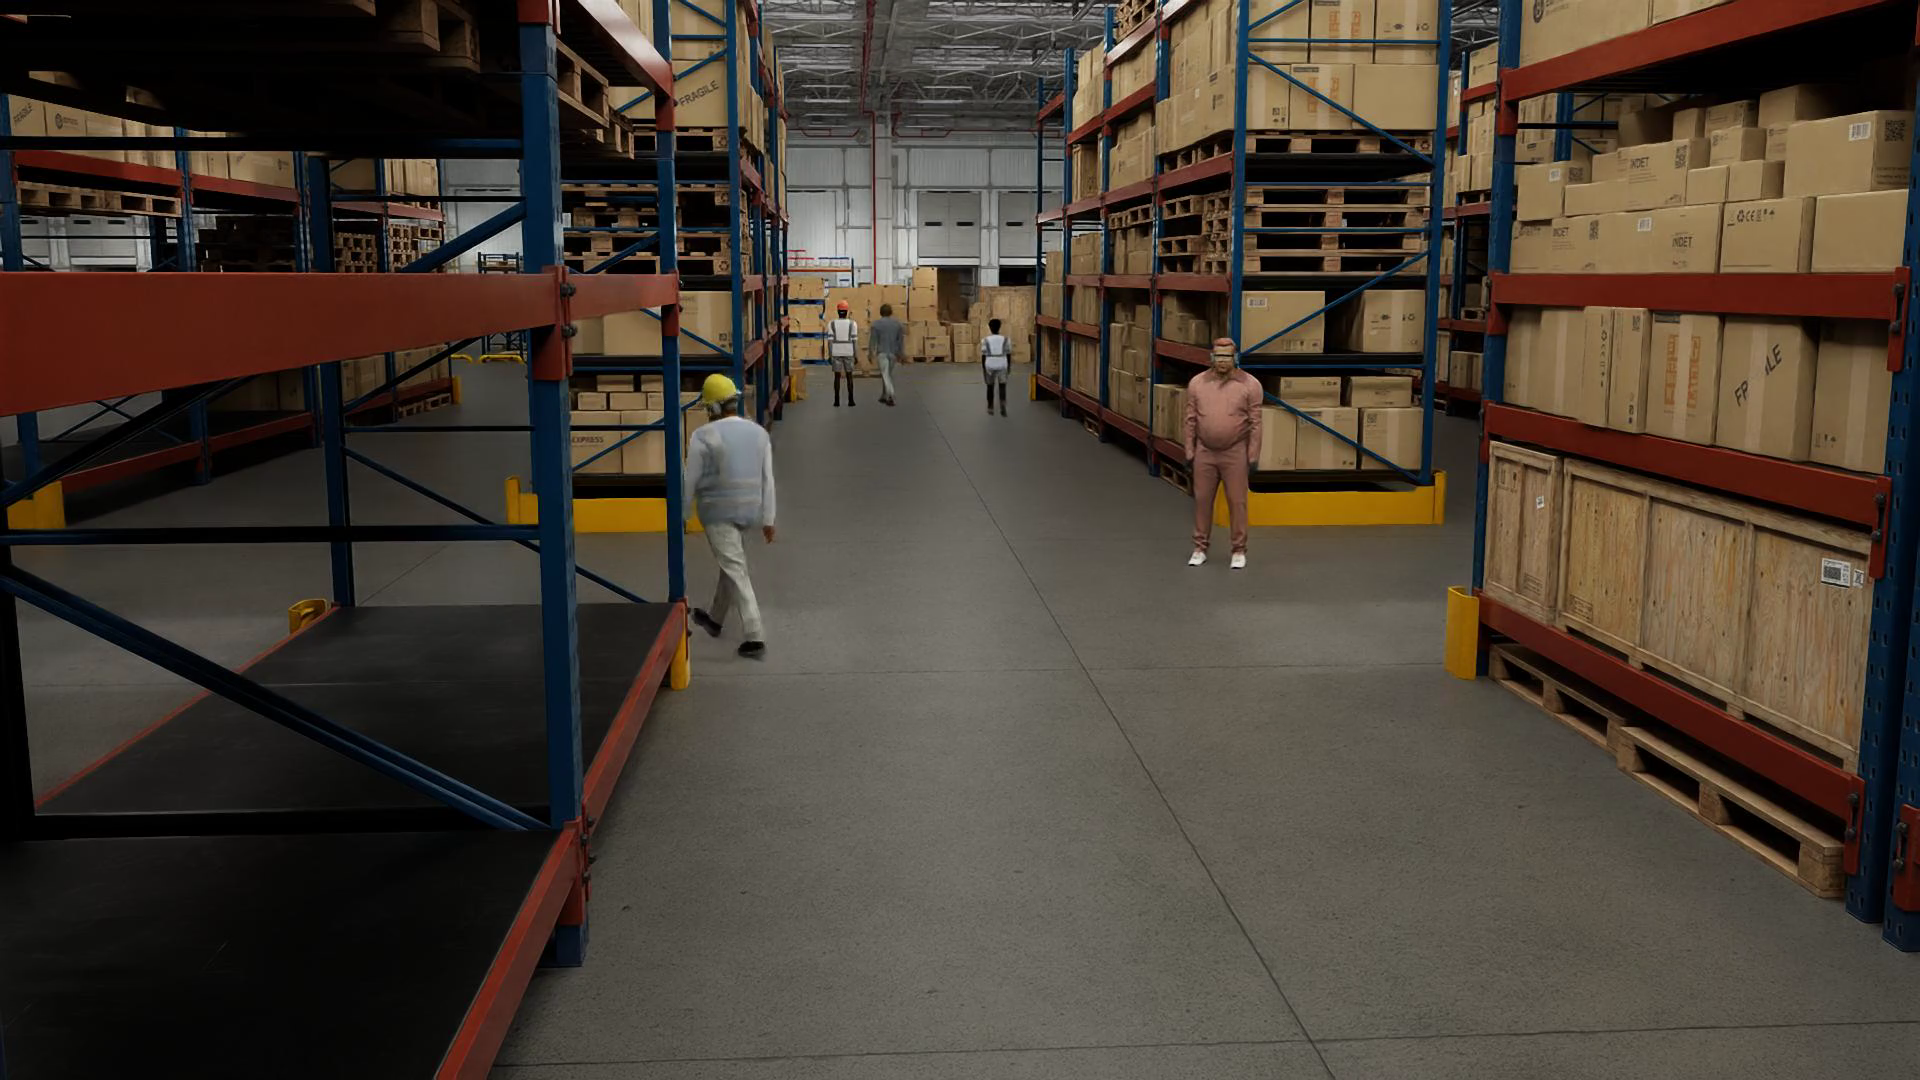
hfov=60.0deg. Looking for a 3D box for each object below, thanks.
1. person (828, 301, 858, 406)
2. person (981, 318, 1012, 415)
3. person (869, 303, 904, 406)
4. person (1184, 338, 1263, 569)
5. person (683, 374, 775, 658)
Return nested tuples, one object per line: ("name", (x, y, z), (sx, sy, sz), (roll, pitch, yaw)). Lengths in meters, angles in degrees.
("person", (-2.149, -3.415, 30.522), (0.553, 1.935, 0.362), (0, 9, -2))
("person", (0.622, -2.963, 28.483), (0.538, 1.676, 0.649), (0, 9, -1))
("person", (-1.340, -3.440, 30.847), (0.641, 1.899, 1.010), (-4, 10, -23))
("person", (2.151, -0.709, 13.675), (0.646, 1.898, 0.398), (4, 10, 22))
("person", (-1.512, -0.166, 10.618), (0.943, 1.771, 0.583), (8, 12, 42))
